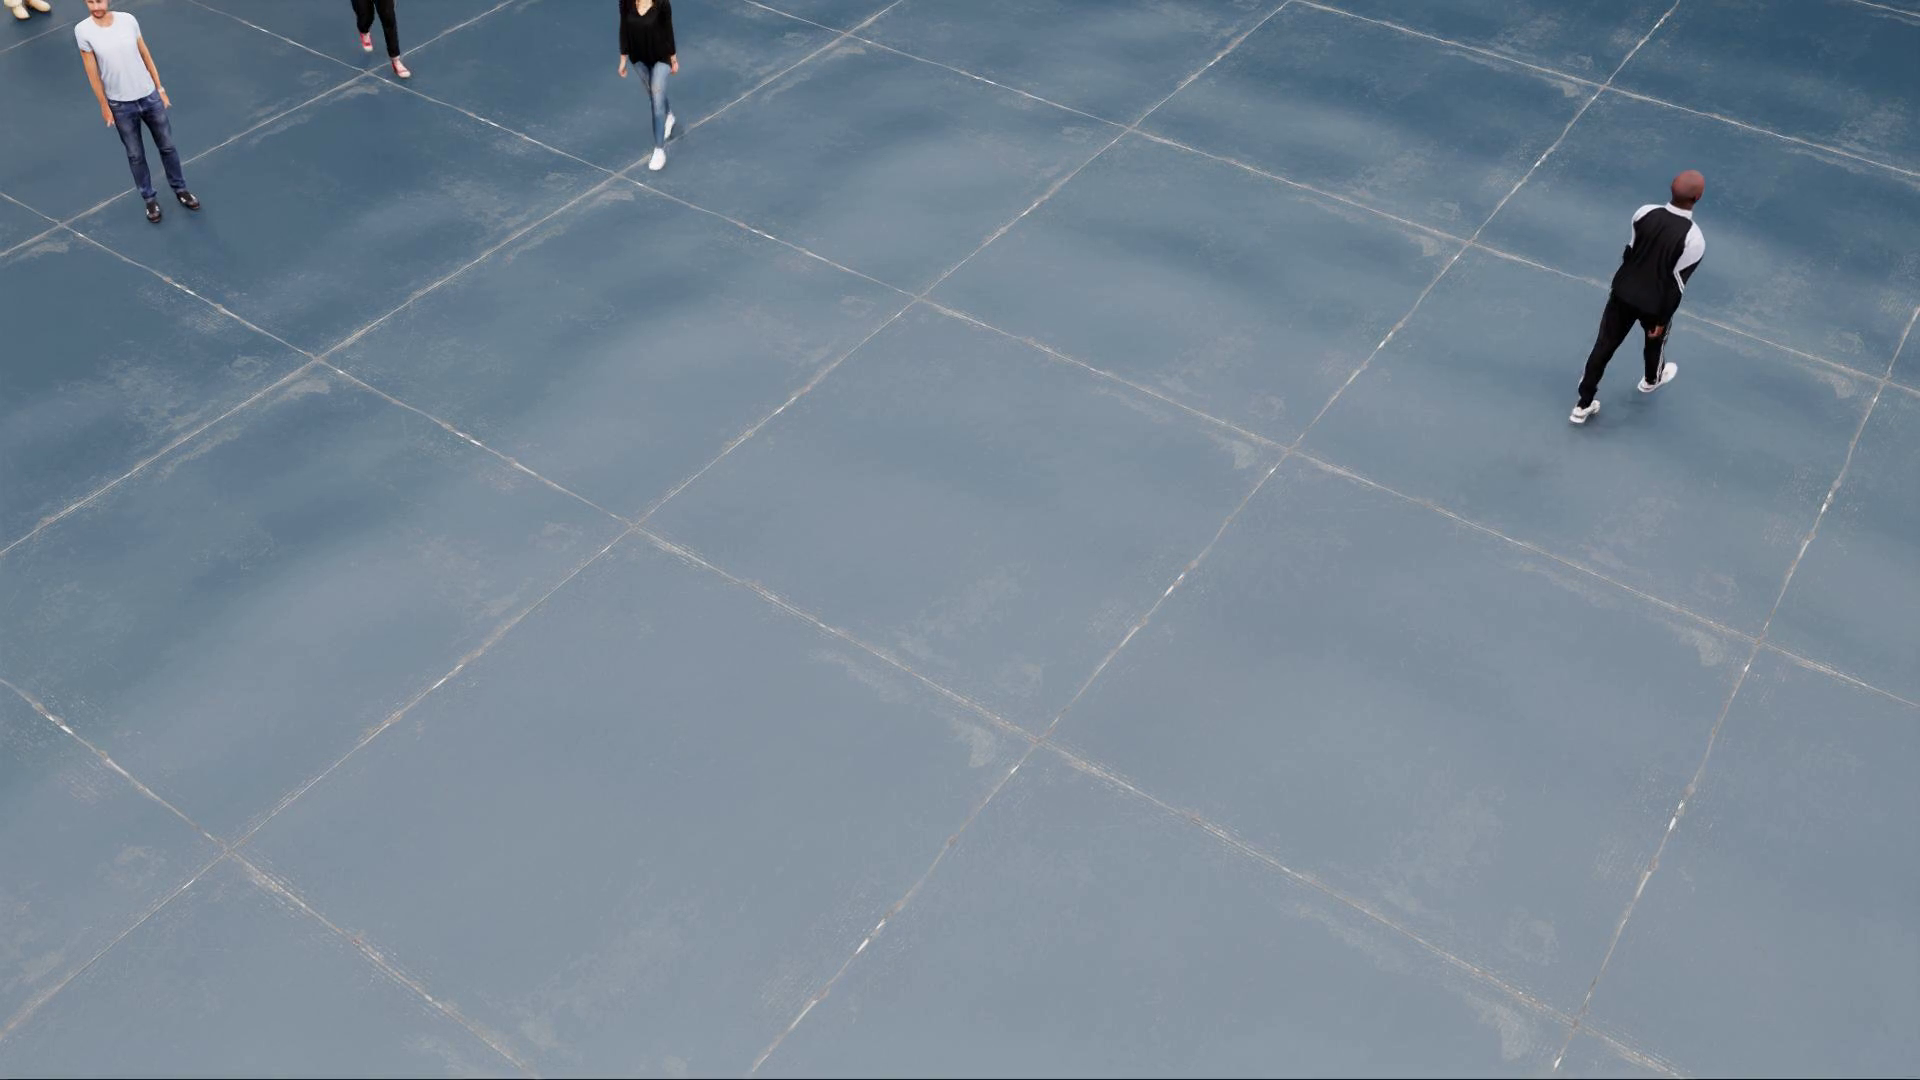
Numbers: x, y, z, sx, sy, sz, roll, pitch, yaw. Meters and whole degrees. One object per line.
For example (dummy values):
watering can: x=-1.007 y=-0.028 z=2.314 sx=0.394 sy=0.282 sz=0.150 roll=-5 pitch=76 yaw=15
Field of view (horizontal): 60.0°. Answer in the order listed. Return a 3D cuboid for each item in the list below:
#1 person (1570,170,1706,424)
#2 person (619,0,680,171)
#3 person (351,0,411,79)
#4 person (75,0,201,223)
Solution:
person: x=4.240 y=-1.483 z=10.493 sx=0.921 sy=1.790 sz=1.136 roll=-30 pitch=51 yaw=-28
person: x=-2.433 y=-3.845 z=13.156 sx=1.047 sy=1.608 sz=0.875 roll=9 pitch=44 yaw=10
person: x=-5.060 y=-4.822 z=14.103 sx=0.860 sy=1.744 sz=1.038 roll=-24 pitch=48 yaw=-23
person: x=-6.153 y=-3.287 z=12.371 sx=0.693 sy=1.865 sz=0.648 roll=-28 pitch=50 yaw=-27
